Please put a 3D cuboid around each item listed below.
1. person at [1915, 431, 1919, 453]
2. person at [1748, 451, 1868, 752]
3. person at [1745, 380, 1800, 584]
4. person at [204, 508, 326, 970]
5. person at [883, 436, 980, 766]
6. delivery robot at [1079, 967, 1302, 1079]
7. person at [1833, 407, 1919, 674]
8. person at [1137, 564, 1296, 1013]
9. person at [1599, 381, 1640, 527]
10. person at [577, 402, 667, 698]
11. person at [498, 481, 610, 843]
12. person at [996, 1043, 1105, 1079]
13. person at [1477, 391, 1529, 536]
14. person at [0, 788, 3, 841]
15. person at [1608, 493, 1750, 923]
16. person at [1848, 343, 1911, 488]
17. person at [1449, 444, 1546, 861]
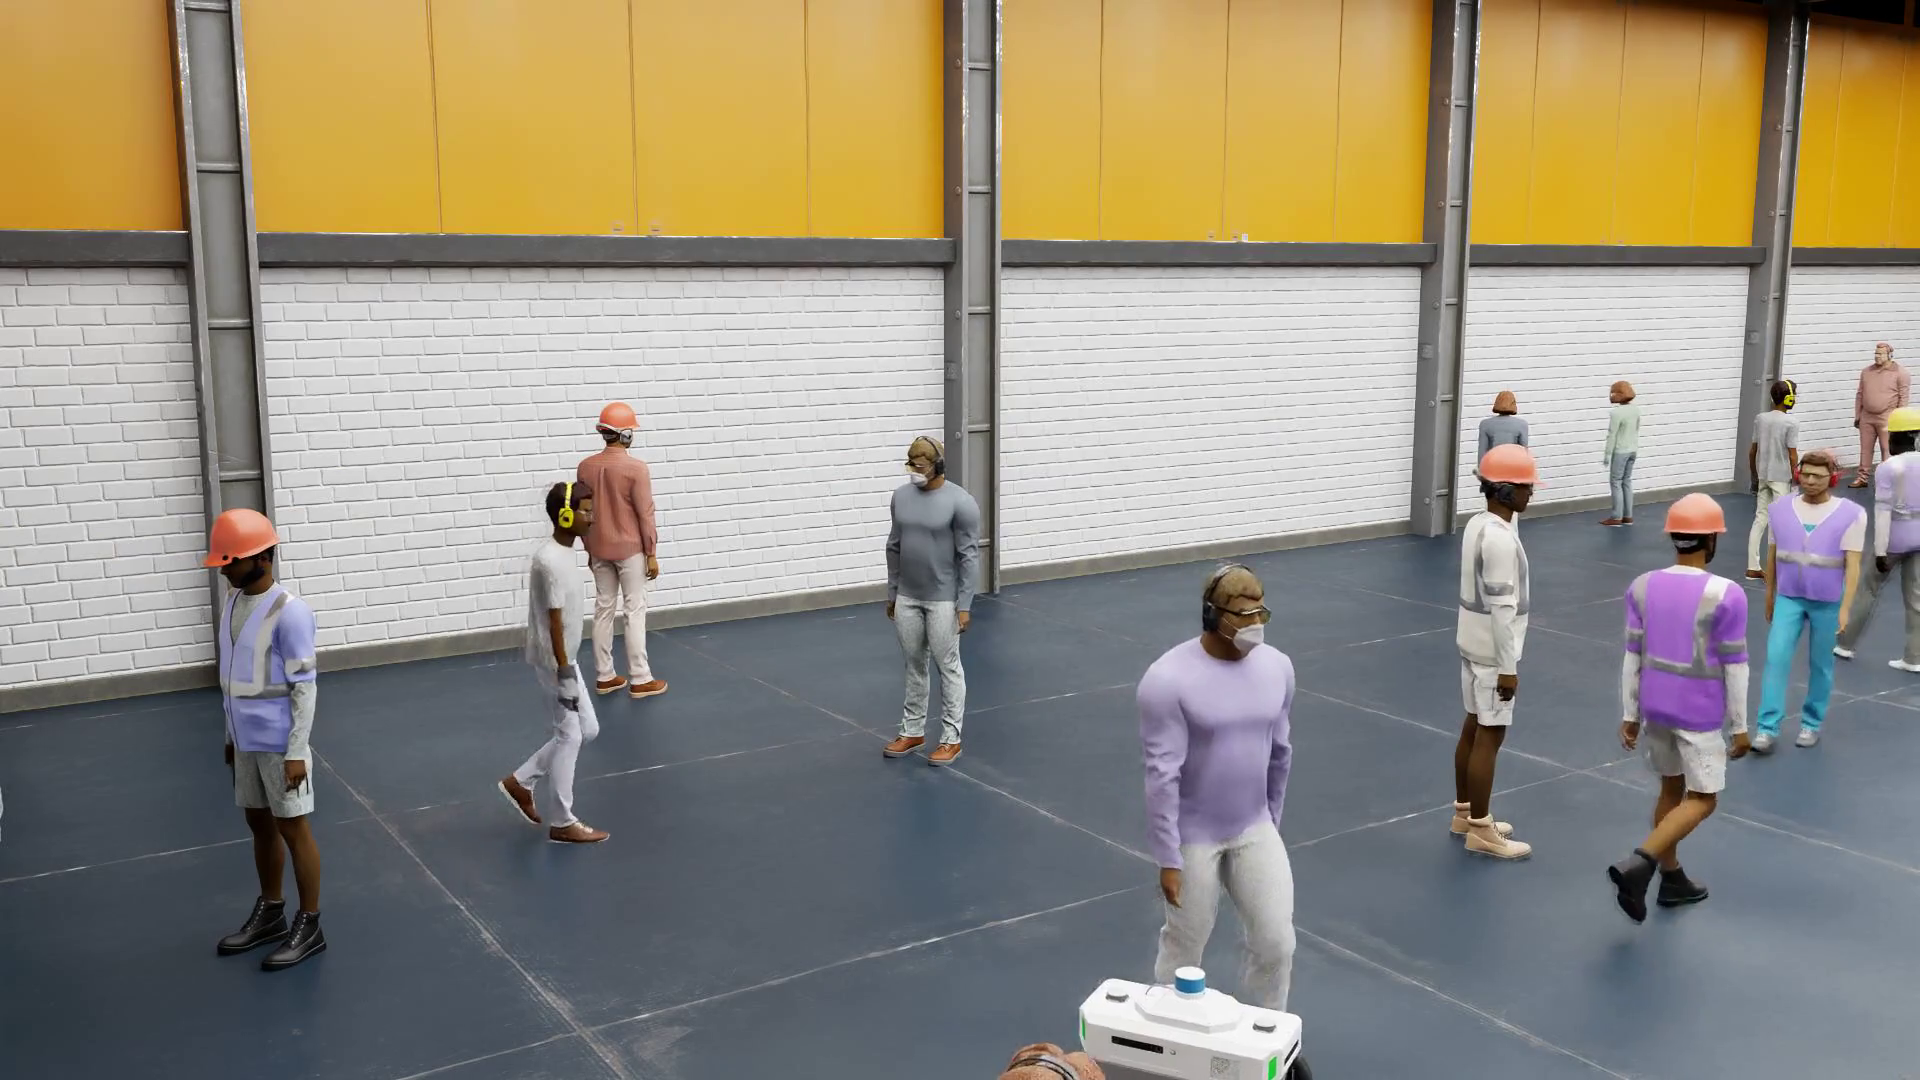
[{"bbox_3d":[9.646,-0.623,16.291,0.540,1.696,0.317,8,12,38],"label":"person"},{"bbox_3d":[4.995,0.389,9.866,0.568,1.811,0.850,8,13,42],"label":"person"},{"bbox_3d":[7.477,-0.535,15.248,0.313,1.869,0.539,-4,10,-21],"label":"person"},{"bbox_3d":[-2.899,0.819,6.912,0.542,1.929,0.368,6,11,34],"label":"person"},{"bbox_3d":[-0.178,0.349,9.732,0.627,1.934,0.372,7,12,35],"label":"person"},{"bbox_3d":[0.766,1.678,5.583,0.707,0.478,0.477,5,11,26],"label":"delivery robot"},{"bbox_3d":[6.720,-0.015,12.058,0.600,1.894,0.836,-2,10,-15],"label":"person"},{"bbox_3d":[0.923,1.041,5.632,0.633,1.916,0.741,-4,10,-22],"label":"person"},{"bbox_3d":[7.358,-0.955,18.516,0.512,1.622,0.309,-7,12,-36],"label":"person"},{"bbox_3d":[-2.286,0.069,11.226,0.609,1.996,0.379,5,11,27],"label":"person"},{"bbox_3d":[-2.049,0.622,8.349,0.476,1.847,0.555,0,9,-2],"label":"person"},{"bbox_3d":[0.143,1.652,2.901,0.537,1.585,0.880,4,10,24],"label":"person"},{"bbox_3d":[5.540,-0.708,16.994,0.499,1.634,0.279,4,10,21],"label":"person"},{"bbox_3d":[-5.049,0.697,8.207,0.325,1.740,0.492,5,11,28],"label":"person"},{"bbox_3d":[3.136,0.755,7.334,0.739,1.920,0.547,-6,11,-31],"label":"person"},{"bbox_3d":[11.860,-1.587,21.476,0.400,1.907,0.644,-6,11,-32],"label":"person"},{"bbox_3d":[2.660,0.545,8.224,0.383,2.043,0.612,1,9,4],"label":"person"}]
